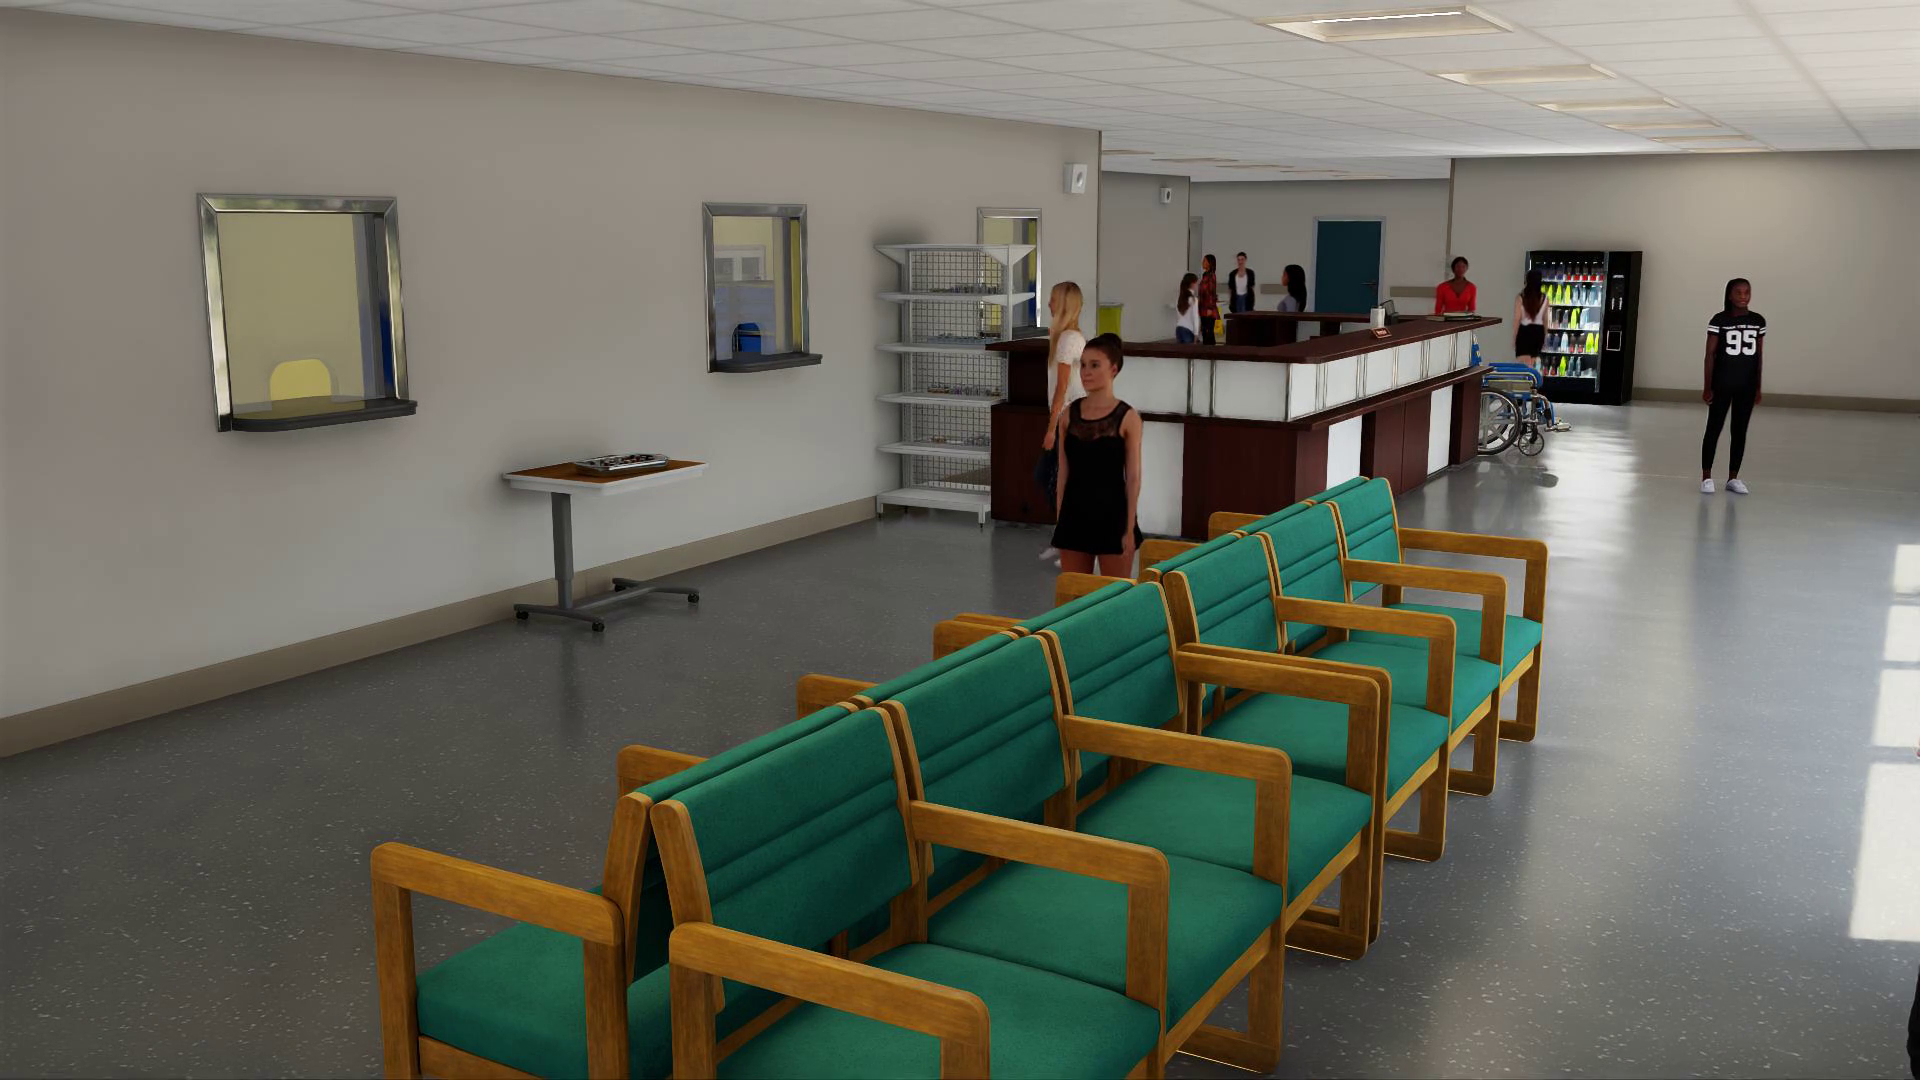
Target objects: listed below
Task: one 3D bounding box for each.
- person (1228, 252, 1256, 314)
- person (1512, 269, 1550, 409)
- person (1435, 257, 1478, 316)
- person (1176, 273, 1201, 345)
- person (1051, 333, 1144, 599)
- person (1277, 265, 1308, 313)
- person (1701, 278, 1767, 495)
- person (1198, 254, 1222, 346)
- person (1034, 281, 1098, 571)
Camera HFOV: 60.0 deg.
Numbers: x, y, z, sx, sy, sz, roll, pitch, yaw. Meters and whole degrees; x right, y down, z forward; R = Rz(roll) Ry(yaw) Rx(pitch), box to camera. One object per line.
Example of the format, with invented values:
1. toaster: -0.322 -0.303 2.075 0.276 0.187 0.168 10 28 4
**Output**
1. person: 4.913 -4.147 28.918 0.967 1.662 0.836 2 11 13
2. person: 6.591 -2.277 19.161 1.021 1.624 0.977 -1 11 -4
3. person: 5.806 -2.428 19.574 0.787 1.767 0.821 1 11 5
4. person: 2.798 -2.568 20.910 0.684 1.544 0.714 -10 14 -41
5. person: 0.627 -0.088 7.496 0.490 1.673 0.626 6 12 30
6. person: 3.566 -2.068 17.764 0.529 1.735 0.606 5 12 26
7. person: 6.247 -1.245 13.444 0.648 1.729 0.765 1 11 3
8. person: 3.815 -3.543 25.623 0.754 1.703 0.701 -2 11 -13
9. person: 0.770 -0.692 10.355 0.766 1.794 0.735 1 11 5
